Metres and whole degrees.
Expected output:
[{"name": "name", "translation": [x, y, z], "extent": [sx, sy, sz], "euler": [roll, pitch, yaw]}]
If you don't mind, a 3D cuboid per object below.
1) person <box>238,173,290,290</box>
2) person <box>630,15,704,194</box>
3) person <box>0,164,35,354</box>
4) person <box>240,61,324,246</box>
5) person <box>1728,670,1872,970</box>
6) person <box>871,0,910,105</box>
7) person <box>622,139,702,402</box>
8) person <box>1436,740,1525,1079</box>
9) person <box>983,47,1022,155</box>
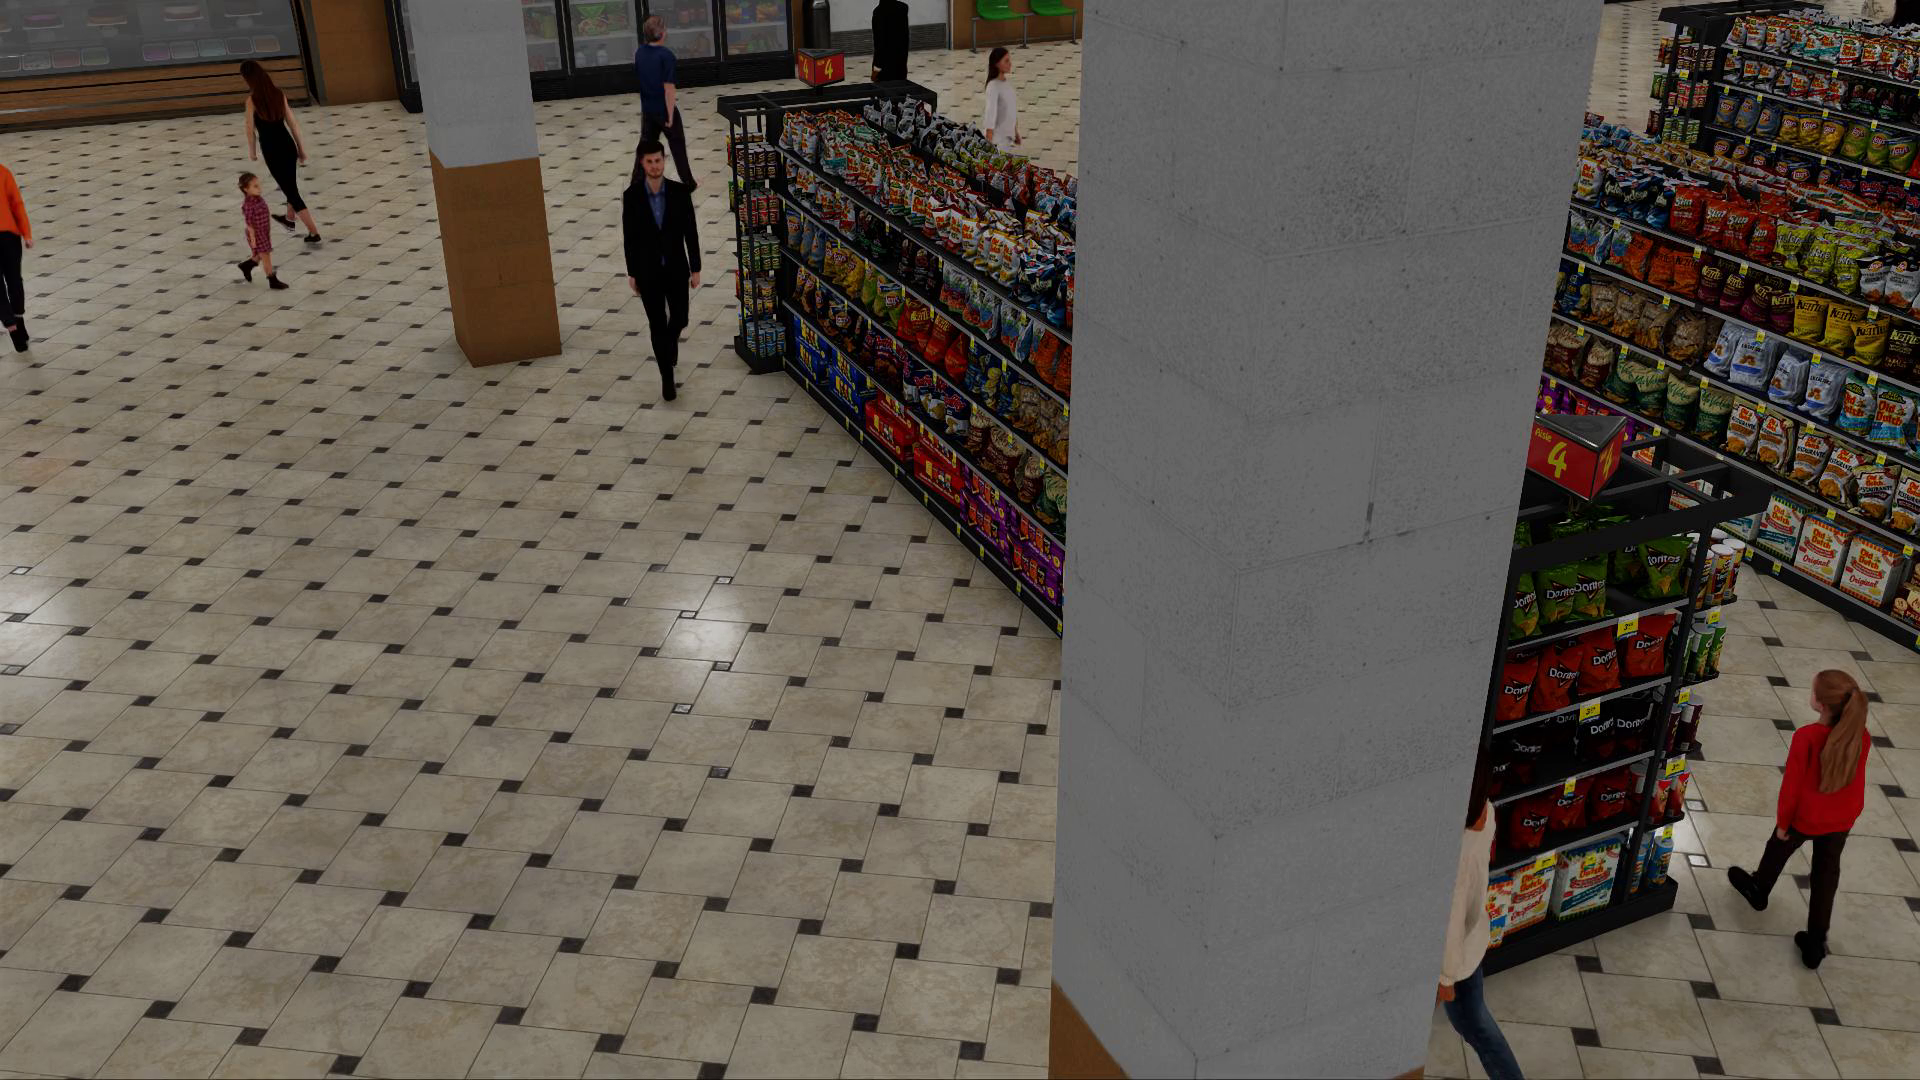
[{"name": "person", "translation": [-6.098, -2.668, 14.381], "extent": [0.690, 1.013, 0.676], "euler": [5, 27, 9]}, {"name": "person", "translation": [-3.056, -4.212, 16.537], "extent": [1.246, 1.816, 1.226], "euler": [13, 30, 24]}, {"name": "person", "translation": [-7.547, -2.363, 12.994], "extent": [0.745, 1.722, 0.993], "euler": [-19, 32, -33]}, {"name": "person", "translation": [-6.223, -3.515, 15.322], "extent": [1.156, 1.672, 0.961], "euler": [20, 33, 34]}, {"name": "person", "translation": [3.423, 1.133, 6.614], "extent": [0.702, 1.257, 0.881], "euler": [0, 27, 1]}, {"name": "person", "translation": [-0.777, -5.365, 18.714], "extent": [0.758, 1.904, 0.784], "euler": [23, 35, 38]}, {"name": "person", "translation": [-2.172, -1.998, 12.106], "extent": [0.822, 1.874, 1.104], "euler": [-6, 28, -12]}, {"name": "person", "translation": [1.732, 1.399, 5.664], "extent": [1.118, 1.642, 0.988], "euler": [12, 29, 23]}, {"name": "person", "translation": [0.306, -3.899, 16.098], "extent": [1.079, 1.655, 1.087], "euler": [6, 28, 12]}]
